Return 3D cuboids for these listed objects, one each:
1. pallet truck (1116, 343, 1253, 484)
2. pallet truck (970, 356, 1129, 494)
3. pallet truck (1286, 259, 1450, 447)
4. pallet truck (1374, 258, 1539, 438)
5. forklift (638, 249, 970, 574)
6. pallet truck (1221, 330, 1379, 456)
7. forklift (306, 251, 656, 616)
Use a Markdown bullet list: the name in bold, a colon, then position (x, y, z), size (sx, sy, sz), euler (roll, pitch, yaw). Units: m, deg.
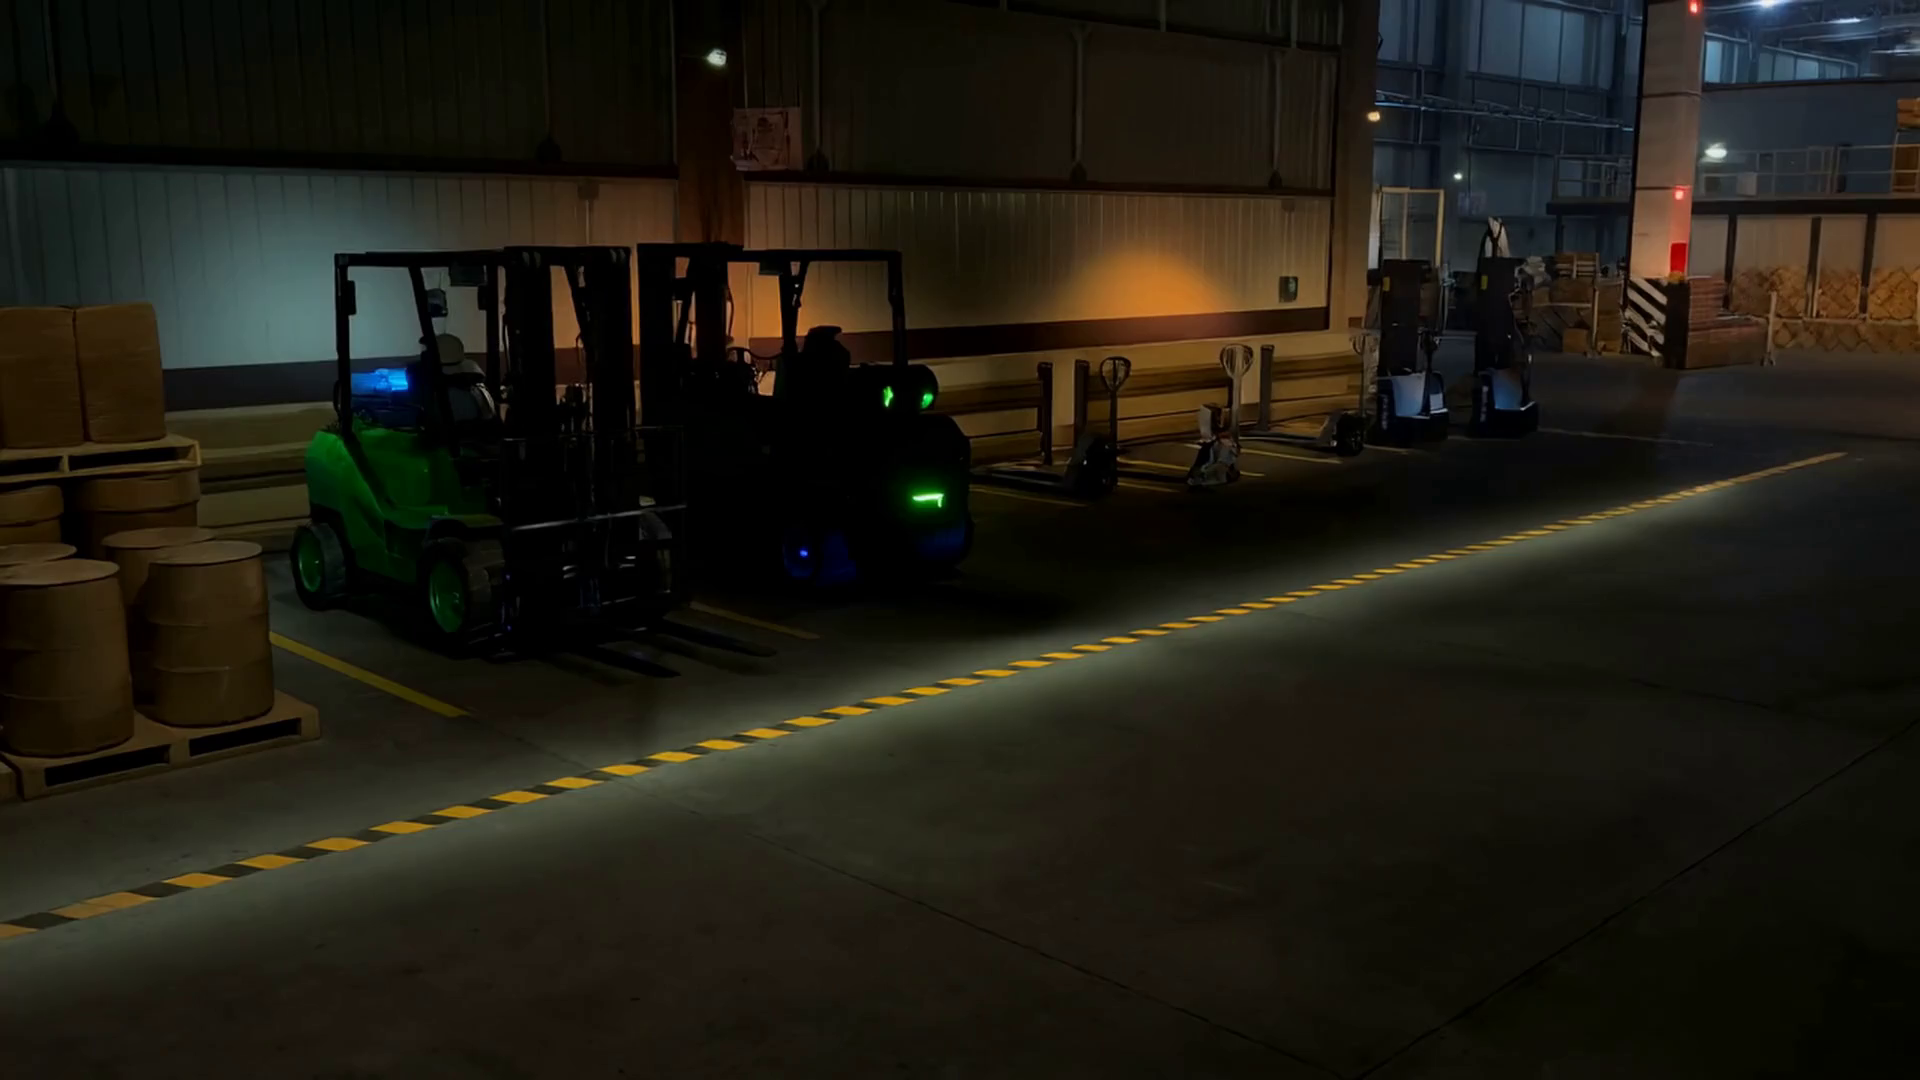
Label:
- **pallet truck**: position (1.962, -1.215, 15.415), size (1.522, 1.261, 0.704), euler (10, 14, 43)
- **pallet truck**: position (0.784, -1.085, 14.876), size (0.680, 1.201, 1.601), euler (-10, 14, -44)
- **pallet truck**: position (4.493, -2.078, 18.196), size (0.823, 1.965, 1.885), euler (-9, 14, -40)
- **pallet truck**: position (5.704, -2.208, 18.901), size (1.885, 1.965, 0.823), euler (10, 14, 43)
- **forklift**: position (-1.173, -0.958, 11.239), size (2.680, 1.987, 1.157), euler (10, 14, 43)
- **pallet truck**: position (3.563, -1.581, 17.381), size (0.653, 1.274, 1.630), euler (-10, 14, -44)
- **forklift**: position (-2.833, -0.669, 9.694), size (1.157, 1.987, 2.680), euler (-10, 14, -44)
